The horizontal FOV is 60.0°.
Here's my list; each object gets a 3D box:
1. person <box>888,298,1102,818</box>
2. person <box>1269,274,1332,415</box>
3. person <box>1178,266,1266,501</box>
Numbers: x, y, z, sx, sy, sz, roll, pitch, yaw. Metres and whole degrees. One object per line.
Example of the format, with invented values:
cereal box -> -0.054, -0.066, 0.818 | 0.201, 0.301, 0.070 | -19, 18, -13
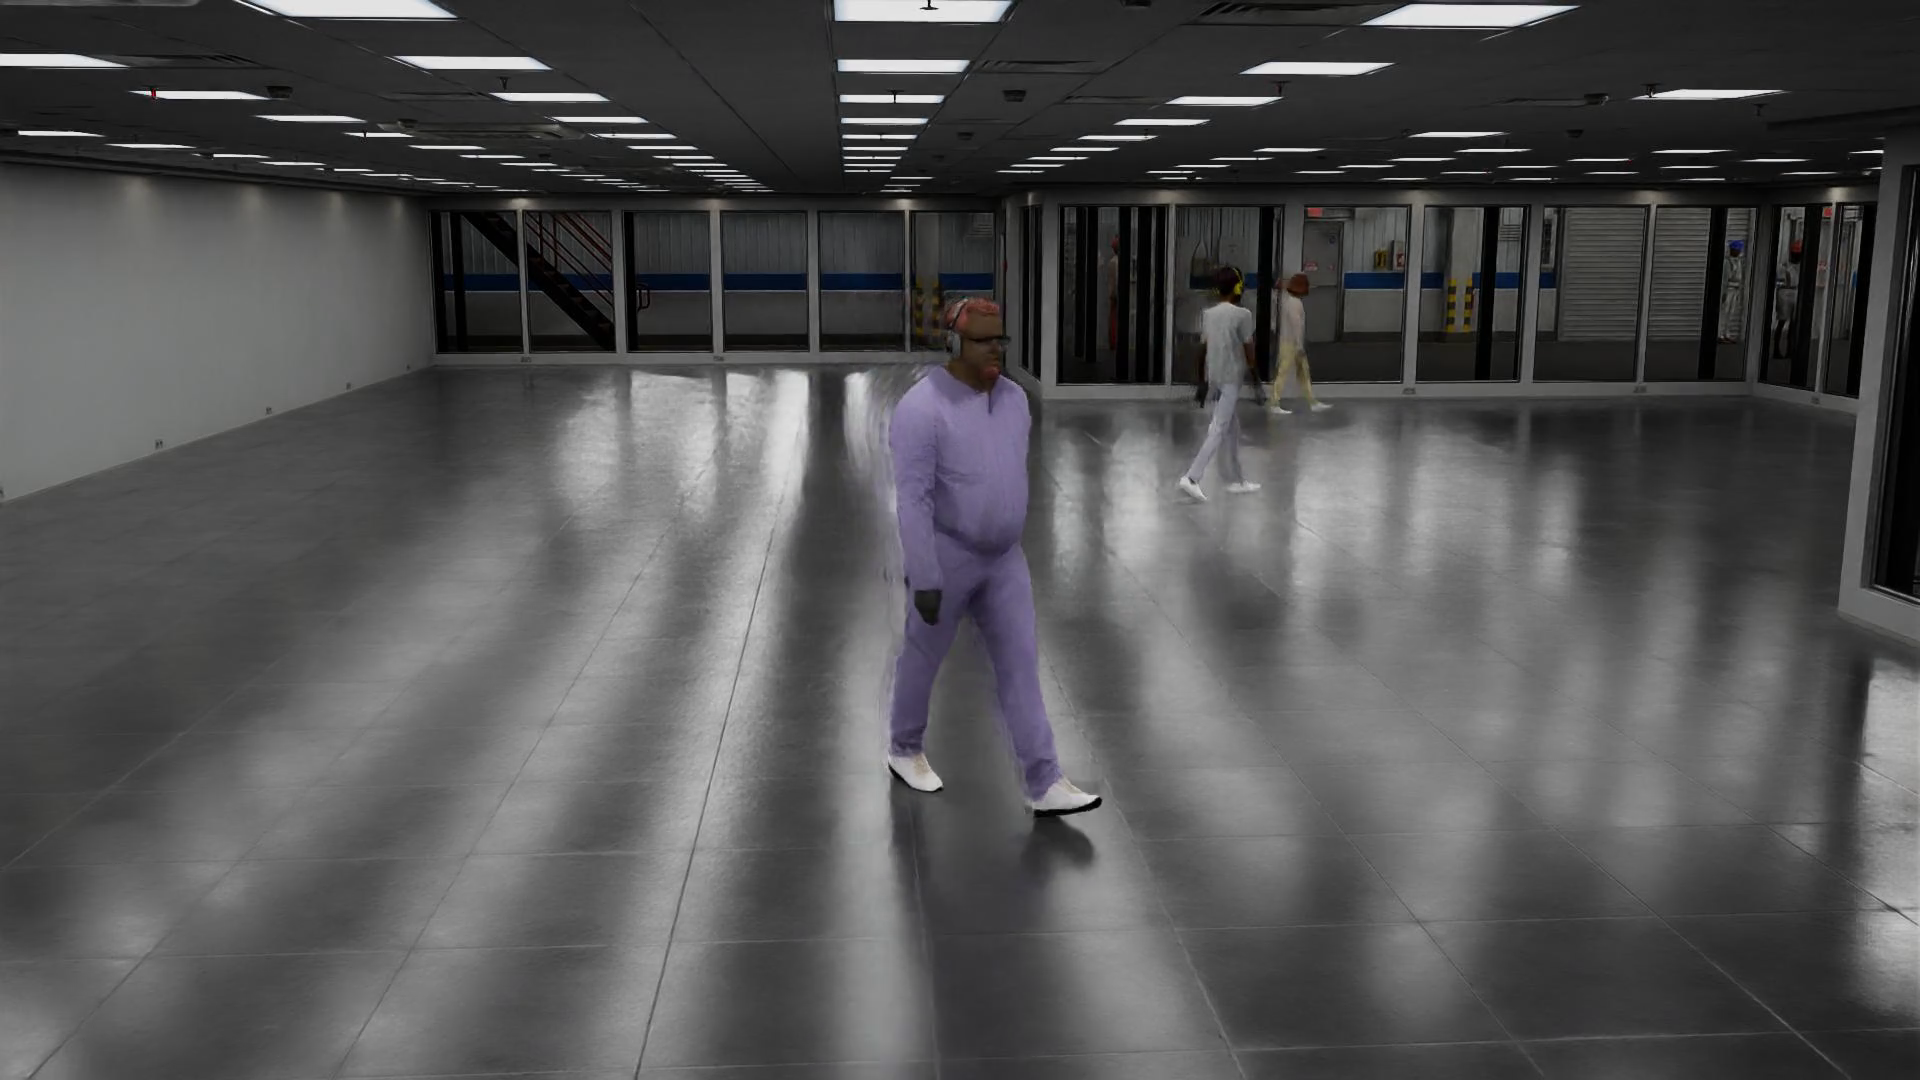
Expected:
person -> 0.055, 0.069, 5.956 | 0.672, 1.848, 1.014 | -9, 14, -39
person -> 3.915, -2.219, 18.947 | 0.784, 1.599, 0.532 | 2, 11, 10
person -> 2.051, -1.224, 13.027 | 0.951, 1.831, 0.530 | -7, 12, -33
